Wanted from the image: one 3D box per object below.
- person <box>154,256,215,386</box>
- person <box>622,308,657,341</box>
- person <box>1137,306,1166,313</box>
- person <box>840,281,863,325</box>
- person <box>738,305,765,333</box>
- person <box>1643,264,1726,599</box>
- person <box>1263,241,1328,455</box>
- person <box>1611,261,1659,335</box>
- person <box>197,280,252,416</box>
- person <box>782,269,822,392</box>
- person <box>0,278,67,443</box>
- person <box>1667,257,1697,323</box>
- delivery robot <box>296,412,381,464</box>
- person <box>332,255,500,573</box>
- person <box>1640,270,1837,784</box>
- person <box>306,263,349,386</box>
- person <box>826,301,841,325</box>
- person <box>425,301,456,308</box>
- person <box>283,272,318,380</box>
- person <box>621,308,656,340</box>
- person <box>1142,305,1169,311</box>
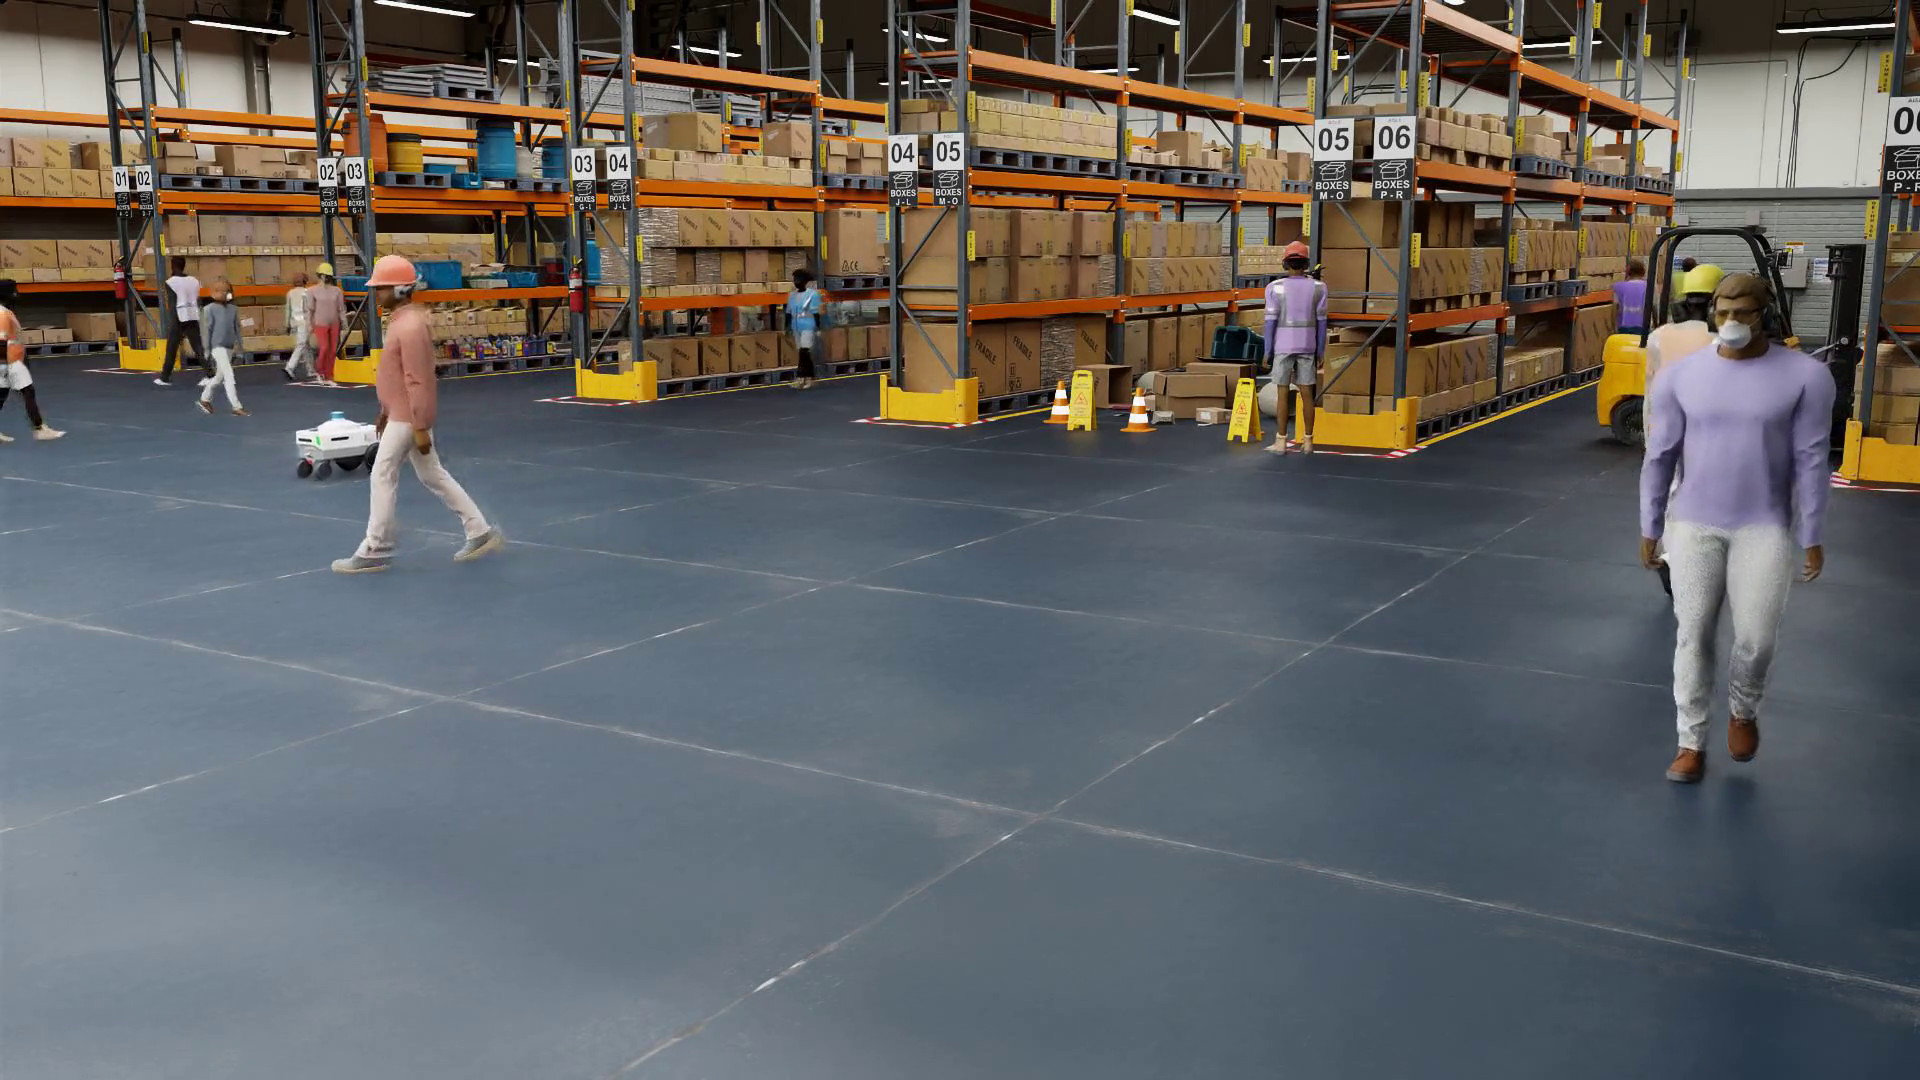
[{"bbox_3d":[-11.054,-3.119,23.728,0.995,1.858,0.588,5,11,24],"label":"person"},{"bbox_3d":[-6.648,-5.025,34.122,0.638,1.941,1.020,5,11,25],"label":"person"},{"bbox_3d":[3.146,-3.776,27.341,0.519,1.865,0.327,6,12,29],"label":"person"},{"bbox_3d":[-1.893,-4.124,29.658,0.510,1.714,0.711,6,12,29],"label":"person"},{"bbox_3d":[-3.505,-3.945,28.450,0.626,1.796,0.847,7,12,33],"label":"person"},{"bbox_3d":[4.064,-0.581,9.309,0.559,1.911,0.589,-8,13,-38],"label":"person"},{"bbox_3d":[3.199,-1.833,15.955,0.611,2.040,0.393,0,10,-3],"label":"person"},{"bbox_3d":[8.979,-2.810,22.141,0.586,1.786,1.007,5,11,27],"label":"person"},{"bbox_3d":[-8.740,-2.263,19.618,0.817,1.602,0.510,3,11,18],"label":"person"},{"bbox_3d":[-2.206,-2.860,22.757,0.550,1.658,0.831,7,13,36],"label":"person"},{"bbox_3d":[-9.520,-1.804,16.845,0.801,1.663,0.548,-6,12,-32],"label":"person"},{"bbox_3d":[11.514,-3.593,26.502,0.630,1.808,0.929,6,12,31],"label":"person"},{"bbox_3d":[-5.405,-0.876,14.493,0.477,0.478,0.707,7,12,33],"label":"delivery robot"},{"bbox_3d":[-3.392,-0.787,10.339,0.995,1.958,0.608,-3,11,-17],"label":"person"},{"bbox_3d":[2.879,-0.038,6.229,0.658,1.924,0.460,6,12,32],"label":"person"},{"bbox_3d":[-8.941,-3.037,23.511,0.409,1.742,0.518,9,14,42],"label":"person"},{"bbox_3d":[-2.528,-4.593,31.822,0.629,1.905,0.944,5,11,27],"label":"person"},{"bbox_3d":[-10.649,-4.949,34.147,0.585,1.790,0.946,4,11,23],"label":"person"},{"bbox_3d":[-9.870,-3.197,24.808,0.504,1.604,0.789,5,11,27],"label":"person"},{"bbox_3d":[-5.320,-3.787,27.495,0.515,1.822,0.567,6,12,32],"label":"person"},{"bbox_3d":[3.781,-4.742,32.248,0.681,2.000,0.538,5,11,25],"label":"person"}]
